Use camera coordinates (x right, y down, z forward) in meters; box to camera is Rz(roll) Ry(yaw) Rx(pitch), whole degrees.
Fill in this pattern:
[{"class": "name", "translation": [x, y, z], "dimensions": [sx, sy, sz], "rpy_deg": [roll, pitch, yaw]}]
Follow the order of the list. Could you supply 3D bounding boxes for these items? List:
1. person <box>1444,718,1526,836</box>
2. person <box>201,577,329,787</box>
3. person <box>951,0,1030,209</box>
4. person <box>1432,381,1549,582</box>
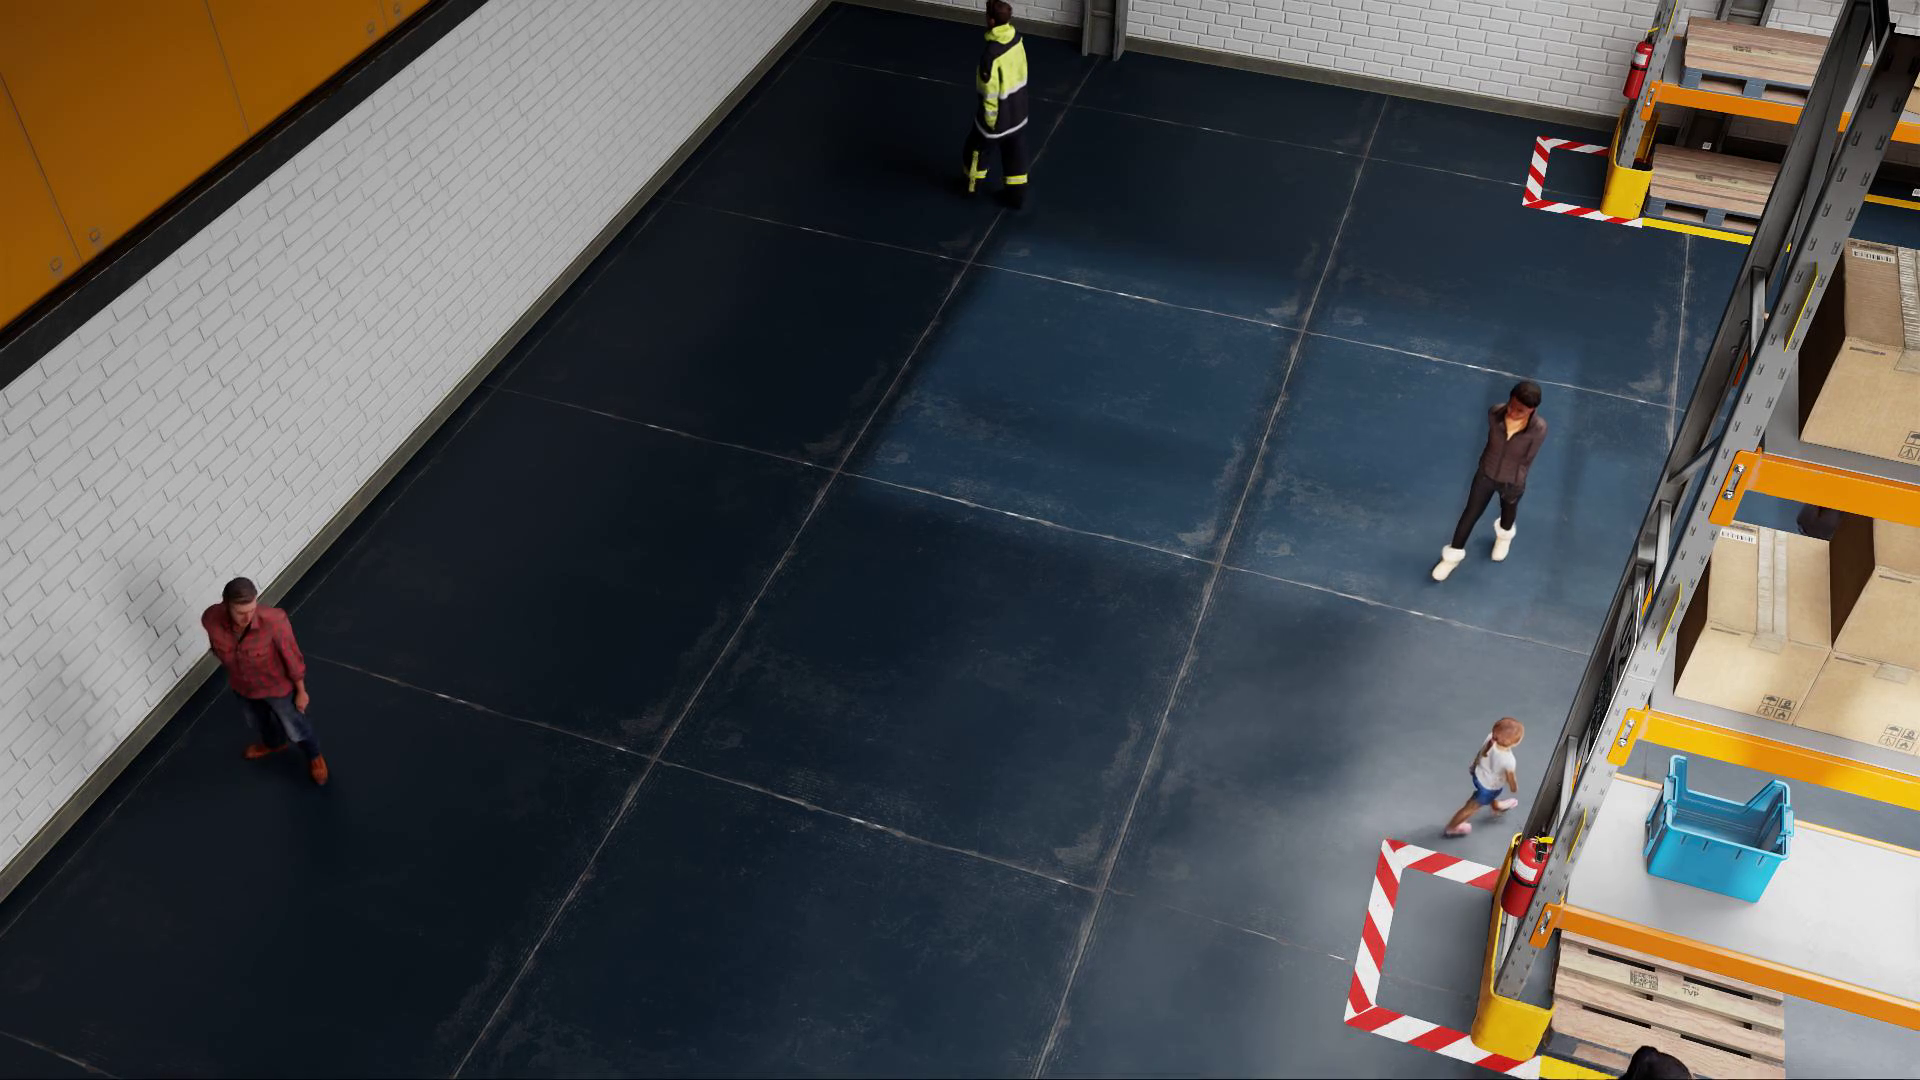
[{"class": "person", "translation": [3.127, 1.444, 9.976], "dimensions": [0.766, 0.992, 0.642], "rpy_deg": [-9, 44, -10]}, {"class": "person", "translation": [-4.218, 0.815, 10.054], "dimensions": [0.689, 1.796, 1.002], "rpy_deg": [14, 45, 14]}, {"class": "person", "translation": [0.443, -3.846, 14.833], "dimensions": [1.076, 1.953, 0.934], "rpy_deg": [28, 50, 26]}, {"class": "person", "translation": [3.668, -0.368, 11.392], "dimensions": [0.959, 1.665, 0.802], "rpy_deg": [-1, 44, -1]}]
